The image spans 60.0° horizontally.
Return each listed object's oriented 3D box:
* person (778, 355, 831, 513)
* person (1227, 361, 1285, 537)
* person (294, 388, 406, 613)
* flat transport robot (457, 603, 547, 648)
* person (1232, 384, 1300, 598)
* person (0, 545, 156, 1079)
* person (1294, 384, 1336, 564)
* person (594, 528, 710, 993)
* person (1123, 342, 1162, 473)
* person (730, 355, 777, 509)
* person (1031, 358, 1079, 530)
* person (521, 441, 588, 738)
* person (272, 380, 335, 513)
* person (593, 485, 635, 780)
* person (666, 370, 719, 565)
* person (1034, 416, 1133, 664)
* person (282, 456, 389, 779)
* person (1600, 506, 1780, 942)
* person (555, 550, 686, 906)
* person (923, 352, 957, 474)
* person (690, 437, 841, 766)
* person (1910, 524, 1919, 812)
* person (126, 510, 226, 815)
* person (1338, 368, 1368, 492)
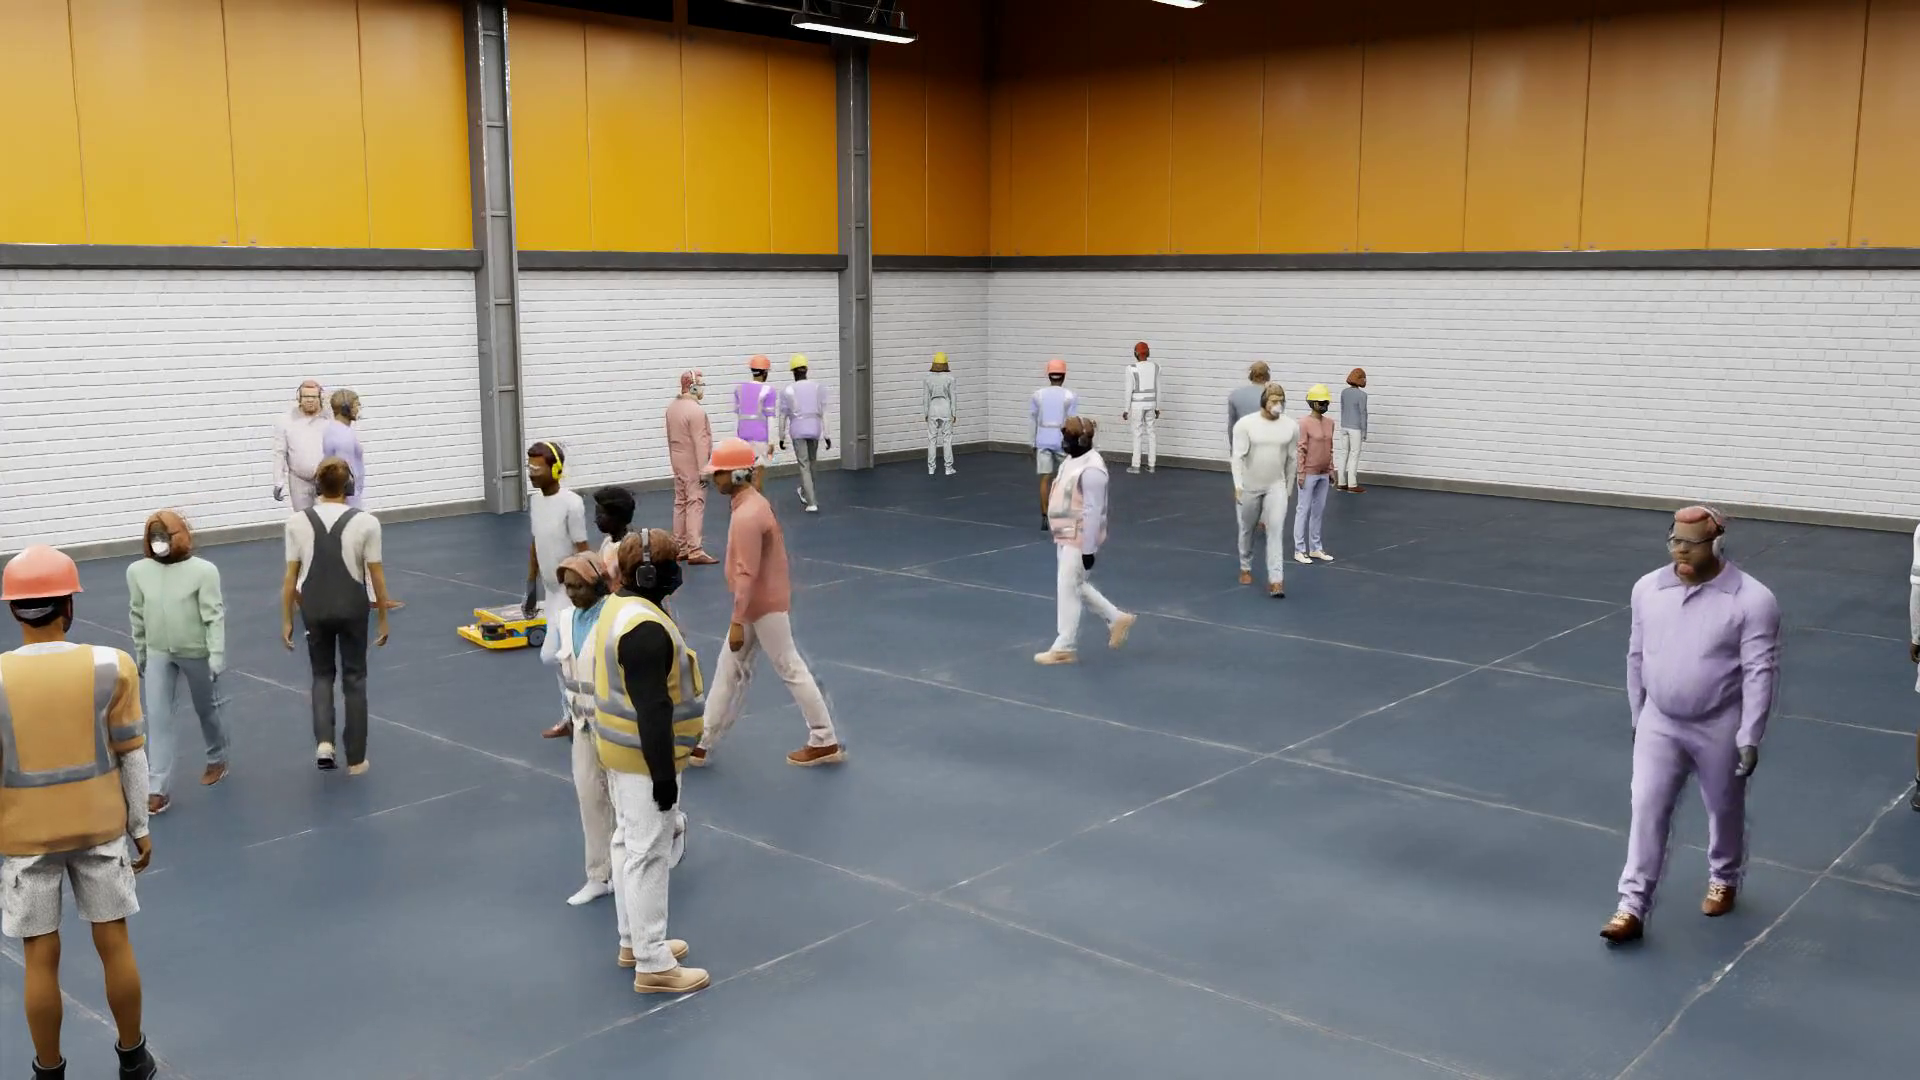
[{"bbox_3d":[-1.911,-1.288,20.071,0.601,1.865,0.996,-4,10,-24],"label":"person"},{"bbox_3d":[3.246,-1.003,18.209,0.650,1.896,0.986,3,10,21],"label":"person"},{"bbox_3d":[-5.142,-0.306,13.778,0.893,1.915,0.634,-4,10,-22],"label":"person"},{"bbox_3d":[-3.147,0.622,13.088,1.431,0.197,0.652,-7,11,-36],"label":"flat transport robot"},{"bbox_3d":[2.727,-0.464,14.918,0.642,1.886,1.059,0,9,-2],"label":"person"},{"bbox_3d":[-3.049,0.978,5.646,0.549,1.933,0.373,-6,11,-31],"label":"person"},{"bbox_3d":[3.516,-0.654,16.427,0.525,1.769,0.311,-7,11,-38],"label":"person"},{"bbox_3d":[-1.233,0.865,6.649,0.430,1.845,0.624,-3,10,-19],"label":"person"},{"bbox_3d":[2.611,-1.893,23.830,0.574,1.887,0.355,-3,10,-20],"label":"person"},{"bbox_3d":[-2.396,-1.212,19.522,0.572,1.907,0.522,4,10,25],"label":"person"},{"bbox_3d":[1.074,-1.088,18.724,0.564,1.904,0.876,2,9,12],"label":"person"},{"bbox_3d":[-2.425,0.317,10.079,0.429,1.854,0.491,-7,12,-39],"label":"person"},{"bbox_3d":[-5.922,-0.509,15.182,0.657,1.871,0.897,-2,9,-12],"label":"person"},{"bbox_3d":[-1.816,0.509,9.447,0.680,1.675,0.530,-4,10,-26],"label":"person"},{"bbox_3d":[-2.622,-0.714,16.363,0.403,1.906,0.652,-6,11,-35],"label":"person"},{"bbox_3d":[0.909,-0.003,12.141,0.708,1.825,0.637,-1,9,-9],"label":"person"},{"bbox_3d":[-3.515,0.442,9.373,0.561,1.821,0.411,-2,9,-10],"label":"person"},{"bbox_3d":[3.158,0.779,7.161,0.652,1.861,0.995,9,12,43],"label":"person"},{"bbox_3d":[-1.559,0.828,7.596,0.529,1.618,0.572,7,11,36],"label":"person"},{"bbox_3d":[-0.280,-1.803,23.713,0.487,1.744,0.297,2,9,11],"label":"person"},{"bbox_3d":[-1.192,0.370,9.486,1.088,1.922,0.628,-2,9,-10],"label":"person"},{"bbox_3d":[5.246,0.495,8.671,0.545,1.939,0.354,7,12,38],"label":"person"},{"bbox_3d":[-4.205,0.622,8.957,0.516,1.583,0.852,-1,9,-4],"label":"person"},{"bbox_3d":[5.149,-1.433,21.761,0.278,1.624,0.495,-4,10,-26],"label":"person"}]
